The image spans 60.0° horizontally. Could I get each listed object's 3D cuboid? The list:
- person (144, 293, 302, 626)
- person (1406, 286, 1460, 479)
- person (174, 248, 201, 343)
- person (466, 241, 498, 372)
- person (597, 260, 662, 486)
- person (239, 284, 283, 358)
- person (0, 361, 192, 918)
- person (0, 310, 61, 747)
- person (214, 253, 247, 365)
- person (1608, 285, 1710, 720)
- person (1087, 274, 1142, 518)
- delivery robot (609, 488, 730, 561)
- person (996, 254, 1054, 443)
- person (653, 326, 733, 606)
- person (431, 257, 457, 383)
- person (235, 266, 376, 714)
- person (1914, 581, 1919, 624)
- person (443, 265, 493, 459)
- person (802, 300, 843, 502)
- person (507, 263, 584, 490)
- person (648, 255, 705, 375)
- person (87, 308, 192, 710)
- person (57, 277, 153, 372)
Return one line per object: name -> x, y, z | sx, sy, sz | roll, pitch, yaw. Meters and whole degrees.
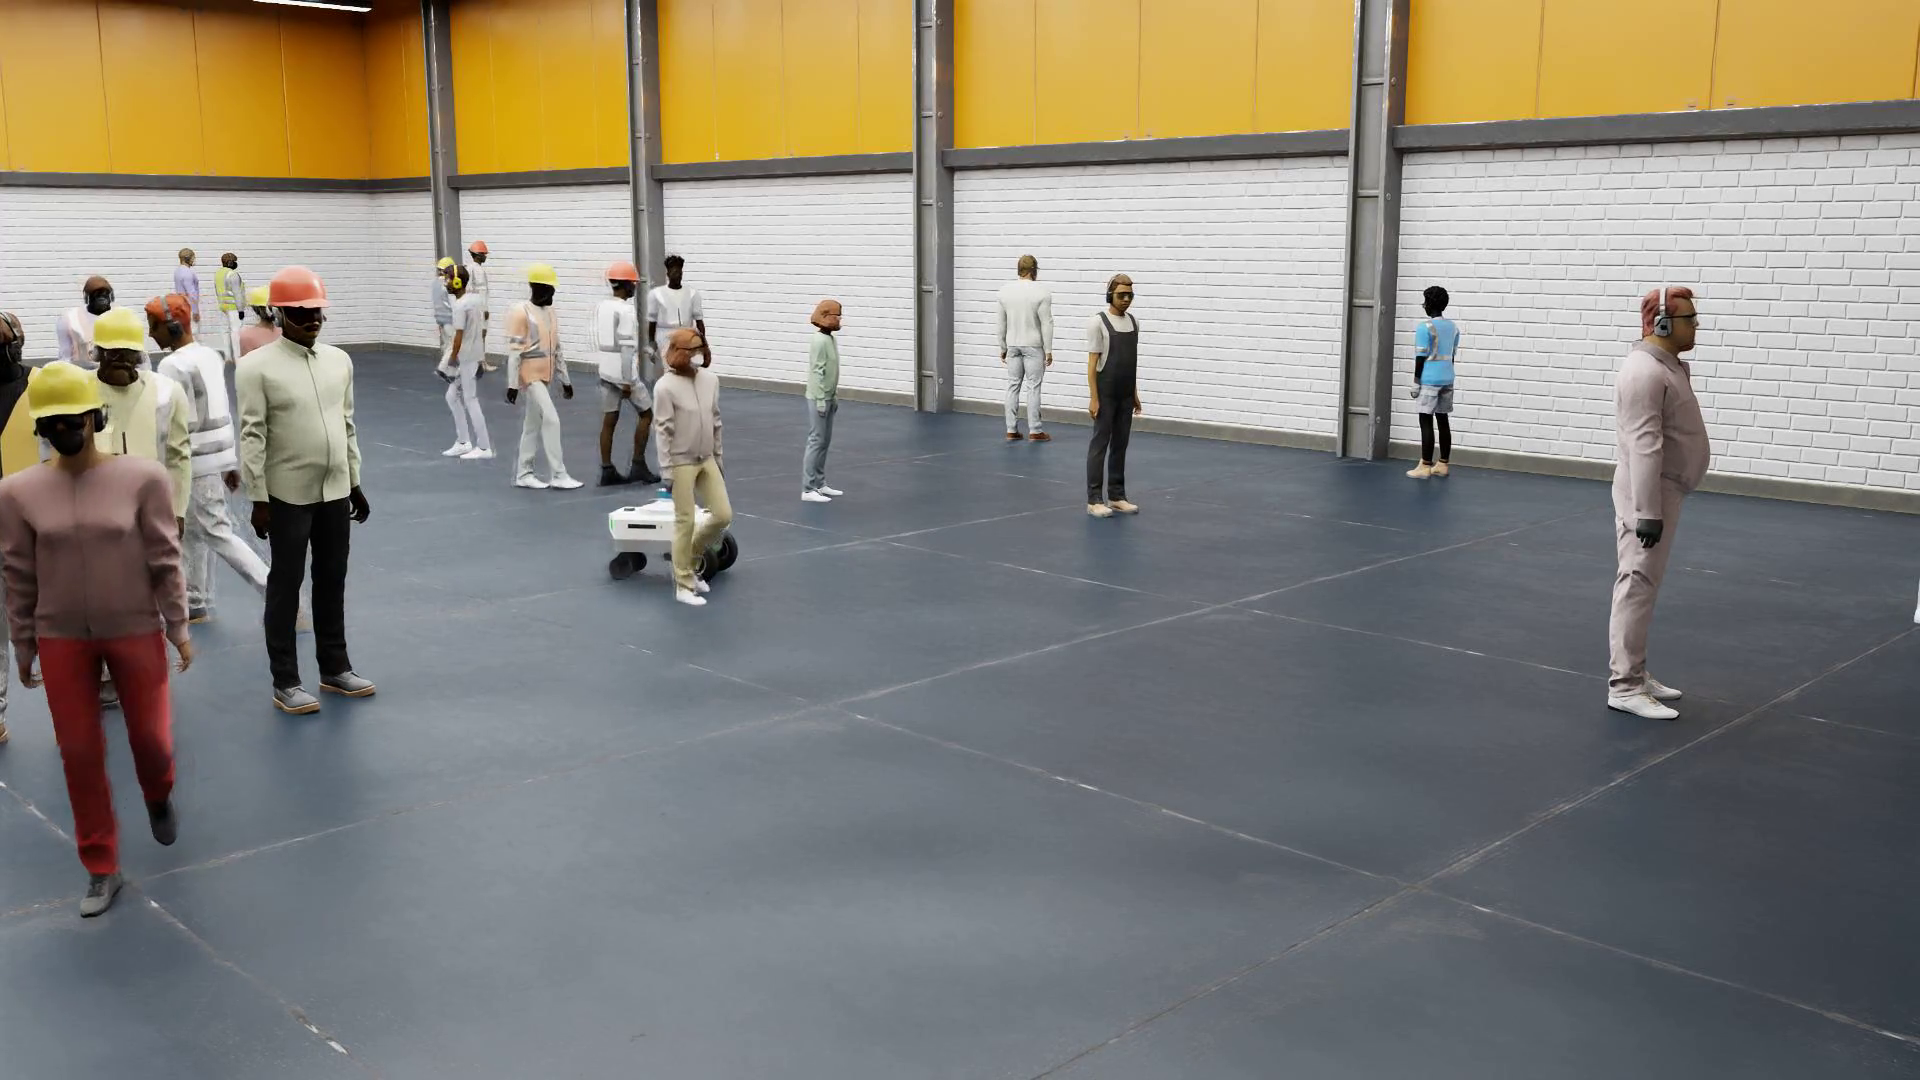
person -> -3.989, -0.400, 8.914 | 0.864, 1.850, 0.601 | -1, 10, -4
person -> 4.170, -1.382, 14.642 | 0.531, 1.691, 0.318 | -8, 13, -39
person -> -11.878, -3.527, 25.657 | 0.372, 1.940, 0.631 | -9, 14, -40
person -> -7.507, -3.656, 26.075 | 0.378, 2.040, 0.614 | -7, 12, -32
person -> -2.845, -1.422, 14.226 | 0.546, 1.913, 0.657 | 10, 14, 44
person -> -5.522, -1.168, 13.310 | 0.619, 1.746, 0.529 | 5, 12, 28
person -> -2.767, 0.289, 5.360 | 0.535, 1.748, 0.537 | -3, 11, -18
person -> -3.908, -0.031, 6.867 | 0.629, 1.839, 0.429 | -4, 11, -22
person -> -11.976, -3.796, 27.394 | 0.626, 1.843, 0.429 | 8, 13, 36
person -> 3.119, -0.174, 7.446 | 0.410, 1.913, 0.643 | 5, 12, 26
person -> 1.176, -1.099, 12.675 | 0.514, 1.842, 0.324 | -9, 13, -39
delivery robot -> -1.814, -0.080, 10.380 | 0.707, 0.478, 0.477 | 1, 10, 9
person -> 0.678, -1.974, 17.189 | 0.635, 1.936, 0.353 | 6, 12, 30
person -> -1.532, -0.422, 9.594 | 0.344, 1.618, 0.519 | 8, 13, 37
person -> -7.477, -3.208, 24.270 | 0.604, 1.839, 0.524 | 10, 14, 43
person -> -2.940, -0.229, 7.514 | 0.389, 1.992, 0.625 | 6, 12, 28
person -> 5.487, -0.444, 9.035 | 0.532, 1.868, 0.310 | -8, 13, -37
person -> -4.781, -1.681, 15.824 | 0.642, 1.848, 0.546 | -1, 10, -6
person -> -1.095, -1.124, 13.437 | 0.318, 1.624, 0.514 | 2, 11, 11
person -> -3.415, -1.347, 13.875 | 0.824, 1.892, 0.603 | 3, 11, 14
person -> -3.143, -2.201, 18.502 | 0.621, 1.917, 0.997 | -5, 12, -27
person -> -3.782, -0.144, 7.558 | 0.591, 1.806, 0.597 | -6, 12, -31
person -> -6.843, -1.208, 13.391 | 0.657, 1.791, 0.941 | -8, 13, -37
